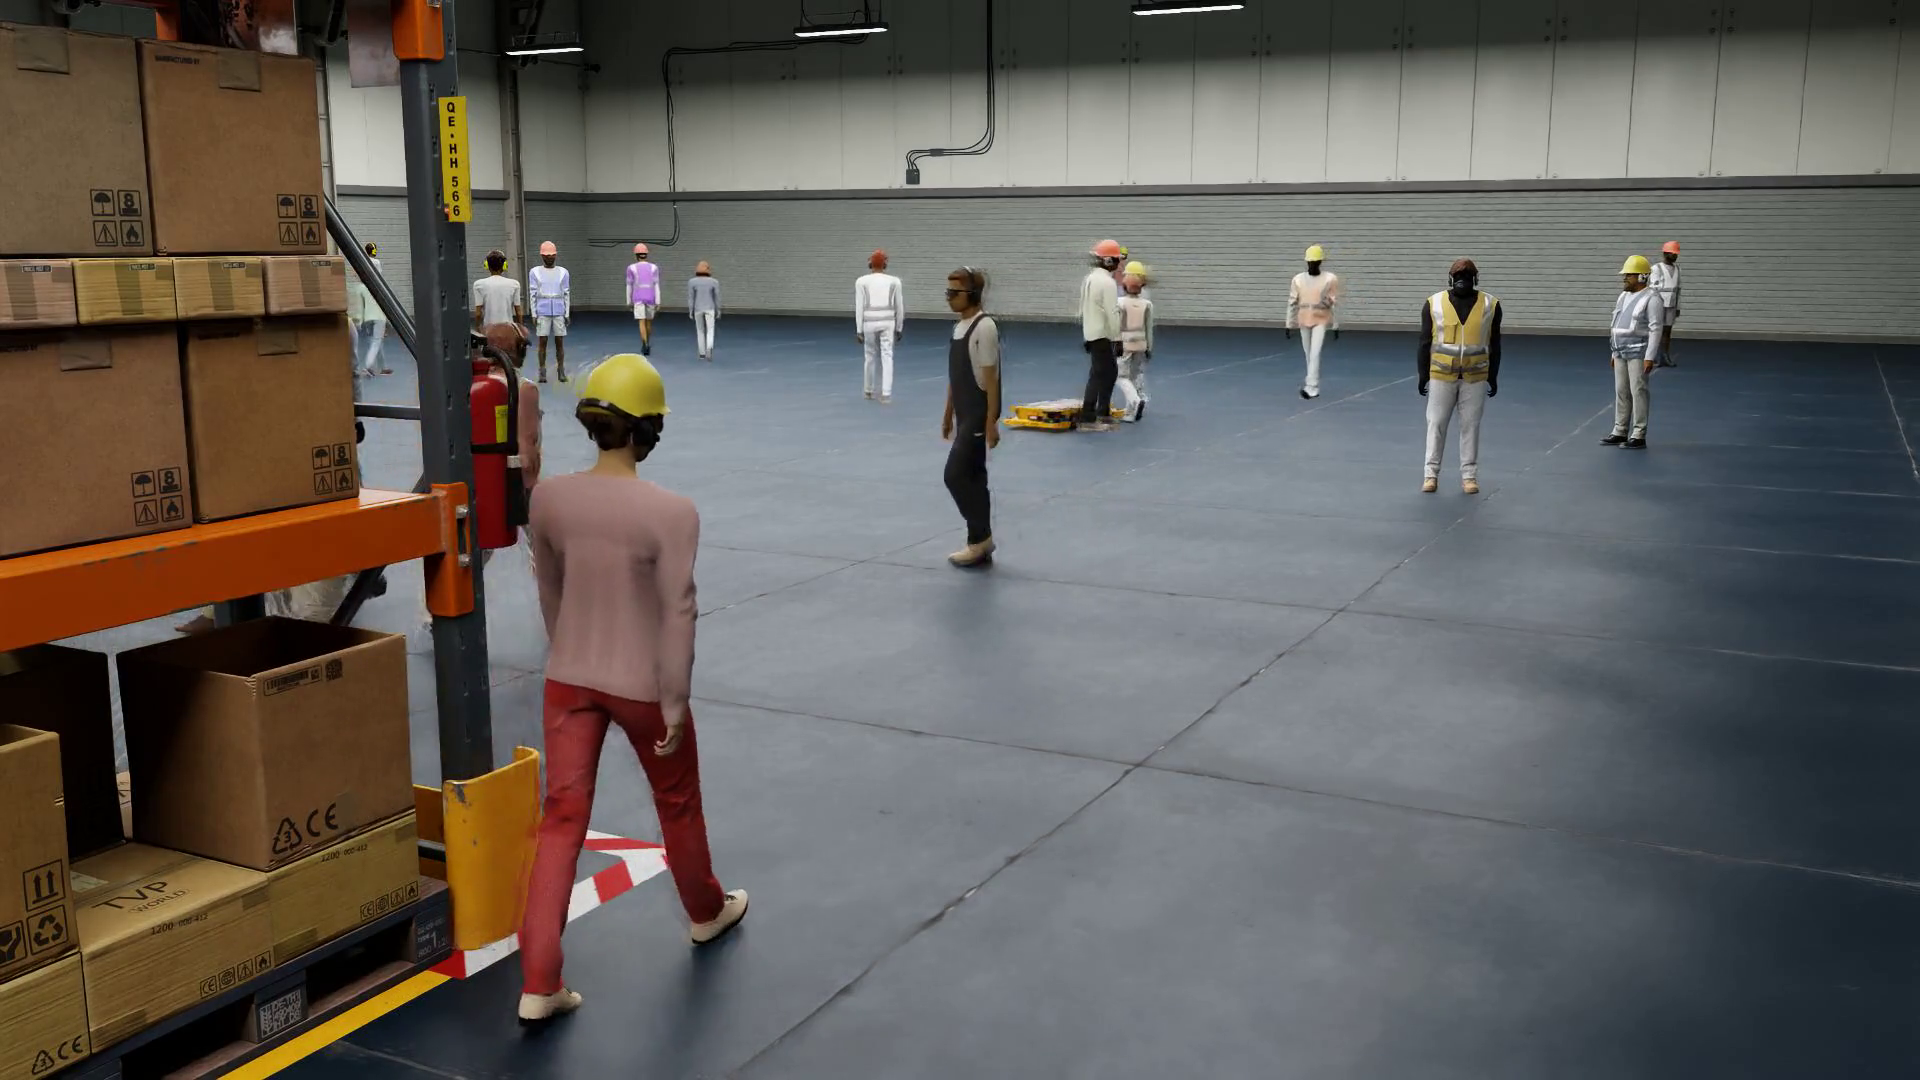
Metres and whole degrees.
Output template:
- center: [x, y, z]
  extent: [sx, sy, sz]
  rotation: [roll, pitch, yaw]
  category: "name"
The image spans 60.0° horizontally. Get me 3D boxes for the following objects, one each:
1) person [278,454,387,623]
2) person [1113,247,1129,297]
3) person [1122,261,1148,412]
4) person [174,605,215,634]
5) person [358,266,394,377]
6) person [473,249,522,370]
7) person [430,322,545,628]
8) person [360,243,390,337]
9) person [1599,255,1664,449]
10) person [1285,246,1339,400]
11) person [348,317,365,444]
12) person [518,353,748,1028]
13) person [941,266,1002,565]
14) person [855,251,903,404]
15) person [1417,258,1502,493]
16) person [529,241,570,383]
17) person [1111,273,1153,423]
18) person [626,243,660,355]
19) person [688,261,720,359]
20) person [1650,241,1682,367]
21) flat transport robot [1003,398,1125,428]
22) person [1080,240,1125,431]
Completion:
- center: [-2.437, 0.116, 6.085]
  extent: [0.502, 1.606, 0.819]
  rotation: [6, 12, 28]
  category: "person"
- center: [3.591, -5.642, 37.078]
  extent: [0.329, 1.762, 0.523]
  rotation: [-5, 11, -24]
  category: "person"
- center: [1.954, -2.294, 18.905]
  extent: [0.361, 1.731, 0.489]
  rotation: [7, 12, 33]
  category: "person"
- center: [-3.666, -0.331, 8.516]
  extent: [0.680, 1.608, 0.500]
  rotation: [-2, 11, -12]
  category: "person"
- center: [-8.417, -3.144, 23.894]
  extent: [0.509, 1.601, 0.817]
  rotation: [3, 11, 14]
  category: "person"
- center: [-4.982, -2.195, 17.983]
  extent: [0.535, 1.868, 0.309]
  rotation: [-4, 11, -19]
  category: "person"
- center: [-2.313, -0.292, 8.350]
  extent: [0.521, 1.599, 0.856]
  rotation: [8, 13, 37]
  category: "person"
- center: [-11.624, -4.945, 32.975]
  extent: [0.532, 1.871, 0.321]
  rotation: [4, 11, 21]
  category: "person"
- center: [6.388, -1.780, 15.818]
  extent: [0.404, 1.830, 0.602]
  rotation: [-3, 11, -14]
  category: "person"
- center: [4.315, -2.668, 20.516]
  extent: [0.617, 1.876, 0.958]
  rotation: [6, 12, 30]
  category: "person"
- center: [-3.903, -0.720, 10.013]
  extent: [0.636, 1.842, 0.429]
  rotation: [-6, 12, -29]
  category: "person"
- center: [-0.910, 0.370, 4.422]
  extent: [0.529, 1.719, 0.925]
  rotation: [3, 11, 17]
  category: "person"
- center: [0.030, -0.738, 10.138]
  extent: [0.441, 1.830, 0.549]
  rotation: [-4, 11, -19]
  category: "person"
- center: [-0.977, -2.578, 20.201]
  extent: [0.597, 1.823, 0.998]
  rotation: [-2, 11, -9]
  category: "person"
- center: [3.922, -1.285, 13.093]
  extent: [0.633, 1.841, 0.429]
  rotation: [2, 11, 12]
  category: "person"
- center: [-5.639, -3.136, 22.923]
  extent: [0.545, 1.939, 0.354]
  rotation: [-4, 11, -22]
  category: "person"
- center: [1.849, -2.039, 17.803]
  extent: [0.517, 1.619, 0.591]
  rotation: [-4, 11, -22]
  category: "person"
- center: [-5.380, -4.102, 28.341]
  extent: [0.552, 1.899, 0.954]
  rotation: [-4, 11, -22]
  category: "person"
- center: [-4.168, -3.737, 27.101]
  extent: [0.506, 1.614, 0.664]
  rotation: [-1, 10, -7]
  category: "person"
- center: [10.849, -3.615, 25.552]
  extent: [0.555, 1.932, 0.386]
  rotation: [-3, 11, -17]
  category: "person"
- center: [1.129, -1.364, 17.811]
  extent: [0.652, 0.197, 1.431]
  rotation: [7, 13, 35]
  category: "flat transport robot"
- center: [1.527, -2.101, 17.182]
  extent: [0.673, 1.967, 0.651]
  rotation: [-3, 11, -14]
  category: "person"
